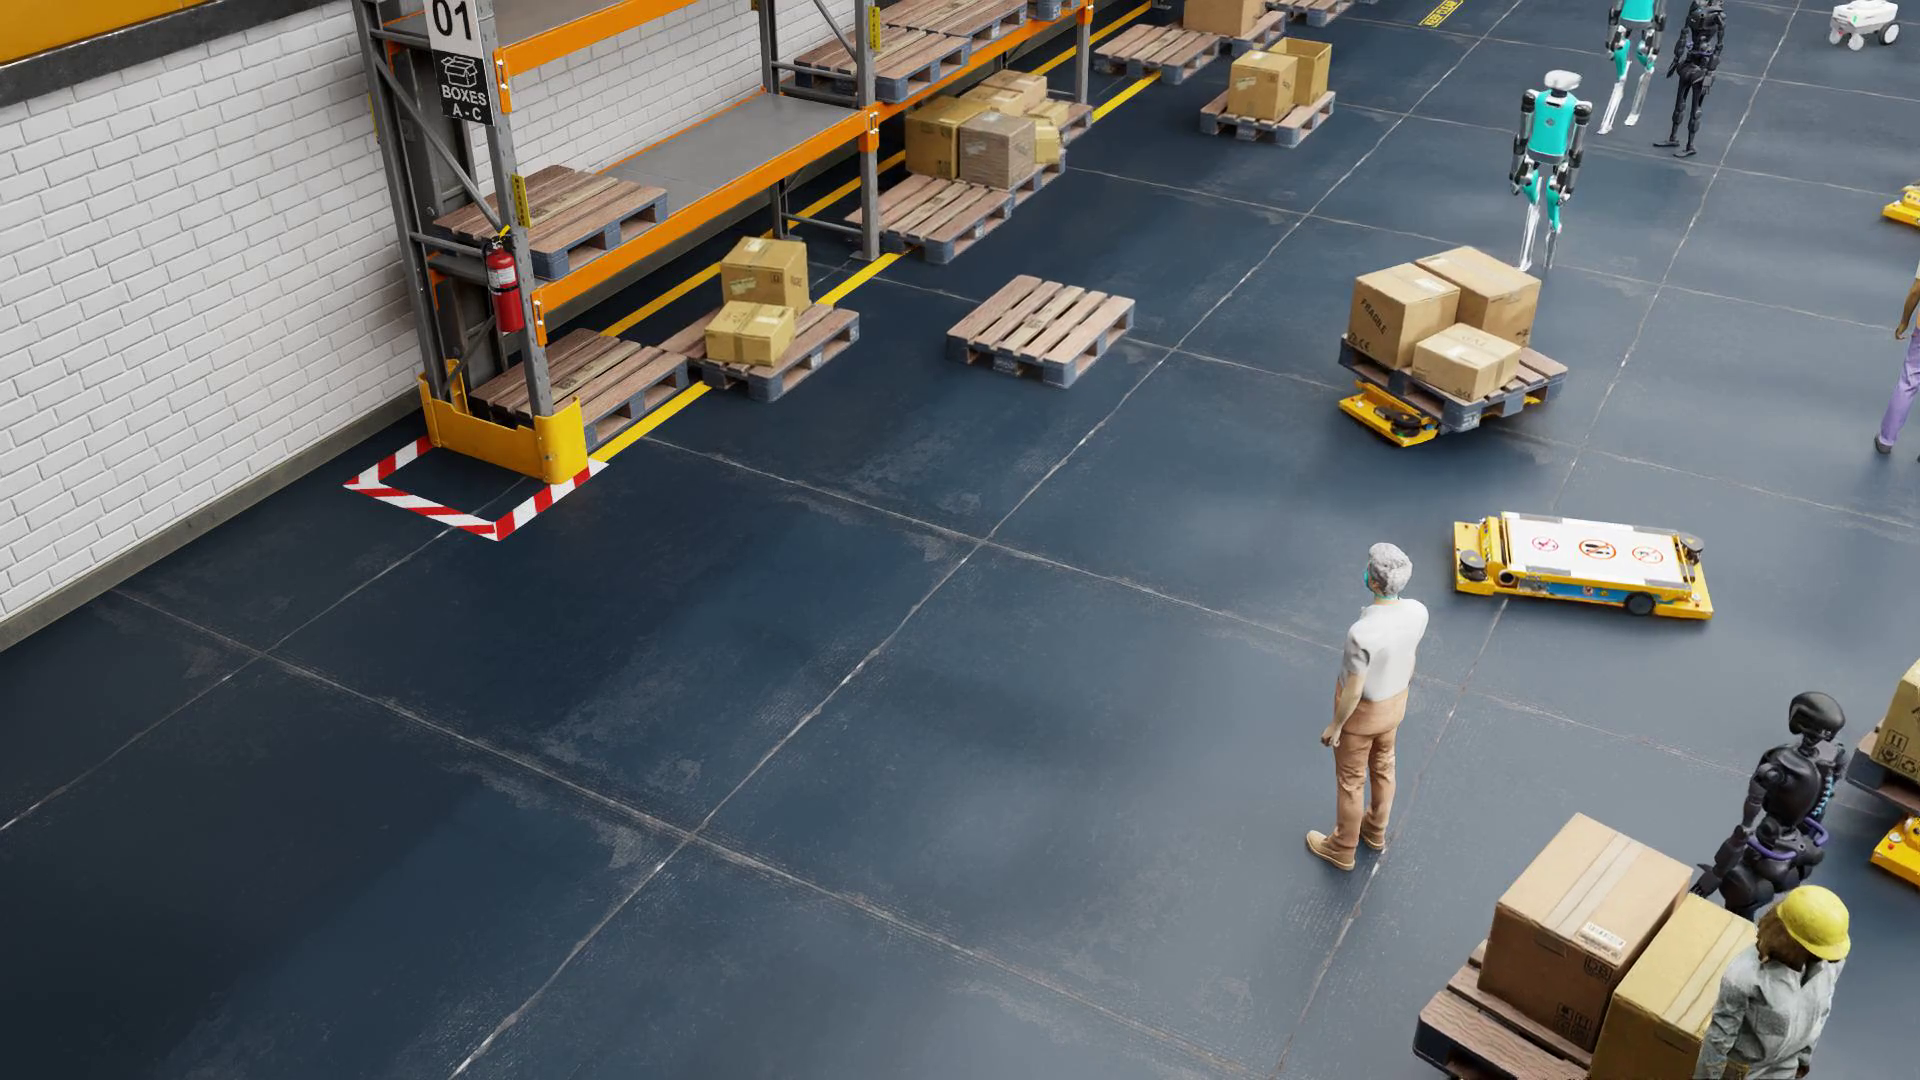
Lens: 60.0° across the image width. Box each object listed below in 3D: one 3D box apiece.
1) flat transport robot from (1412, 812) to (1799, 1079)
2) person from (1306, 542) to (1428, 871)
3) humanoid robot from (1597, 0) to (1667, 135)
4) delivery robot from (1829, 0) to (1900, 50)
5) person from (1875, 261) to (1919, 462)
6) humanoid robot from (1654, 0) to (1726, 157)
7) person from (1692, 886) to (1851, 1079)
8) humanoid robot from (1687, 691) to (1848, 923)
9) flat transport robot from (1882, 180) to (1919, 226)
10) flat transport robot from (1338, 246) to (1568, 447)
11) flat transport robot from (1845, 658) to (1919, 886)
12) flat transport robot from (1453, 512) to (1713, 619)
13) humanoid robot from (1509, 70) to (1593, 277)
[{"bbox_3d":[2.604,2.206,6.811,0.659,0.231,1.431,27,42,34],"label":"flat transport robot"},{"bbox_3d":[1.878,0.772,7.639,0.490,1.745,0.302,-21,39,-29],"label":"person"},{"bbox_3d":[6.613,-4.867,16.202,0.553,1.783,0.882,23,40,30],"label":"humanoid robot"},{"bbox_3d":[10.223,-5.867,18.781,0.783,0.612,0.522,-15,36,-21],"label":"delivery robot"},{"bbox_3d":[6.382,-1.356,10.769,0.562,1.847,0.390,20,38,27],"label":"person"},{"bbox_3d":[6.895,-4.436,15.570,0.315,1.657,0.599,-8,34,-12],"label":"humanoid robot"},{"bbox_3d":[2.857,1.876,5.985,0.481,1.733,0.345,-10,35,-15],"label":"person"},{"bbox_3d":[3.325,1.312,6.888,0.616,1.651,0.374,-16,37,-22],"label":"humanoid robot"},{"bbox_3d":[8.860,-3.024,14.723,1.431,0.231,0.659,-23,40,-31],"label":"flat transport robot"},{"bbox_3d":[3.435,-1.039,11.720,1.431,0.231,0.659,-18,38,-26],"label":"flat transport robot"},{"bbox_3d":[5.090,1.330,8.136,1.431,0.231,0.659,-28,43,-35],"label":"flat transport robot"},{"bbox_3d":[3.700,0.141,9.934,1.431,0.231,0.659,7,34,10],"label":"flat transport robot"},{"bbox_3d":[4.678,-2.849,13.222,0.539,1.892,0.743,21,39,28],"label":"humanoid robot"}]
